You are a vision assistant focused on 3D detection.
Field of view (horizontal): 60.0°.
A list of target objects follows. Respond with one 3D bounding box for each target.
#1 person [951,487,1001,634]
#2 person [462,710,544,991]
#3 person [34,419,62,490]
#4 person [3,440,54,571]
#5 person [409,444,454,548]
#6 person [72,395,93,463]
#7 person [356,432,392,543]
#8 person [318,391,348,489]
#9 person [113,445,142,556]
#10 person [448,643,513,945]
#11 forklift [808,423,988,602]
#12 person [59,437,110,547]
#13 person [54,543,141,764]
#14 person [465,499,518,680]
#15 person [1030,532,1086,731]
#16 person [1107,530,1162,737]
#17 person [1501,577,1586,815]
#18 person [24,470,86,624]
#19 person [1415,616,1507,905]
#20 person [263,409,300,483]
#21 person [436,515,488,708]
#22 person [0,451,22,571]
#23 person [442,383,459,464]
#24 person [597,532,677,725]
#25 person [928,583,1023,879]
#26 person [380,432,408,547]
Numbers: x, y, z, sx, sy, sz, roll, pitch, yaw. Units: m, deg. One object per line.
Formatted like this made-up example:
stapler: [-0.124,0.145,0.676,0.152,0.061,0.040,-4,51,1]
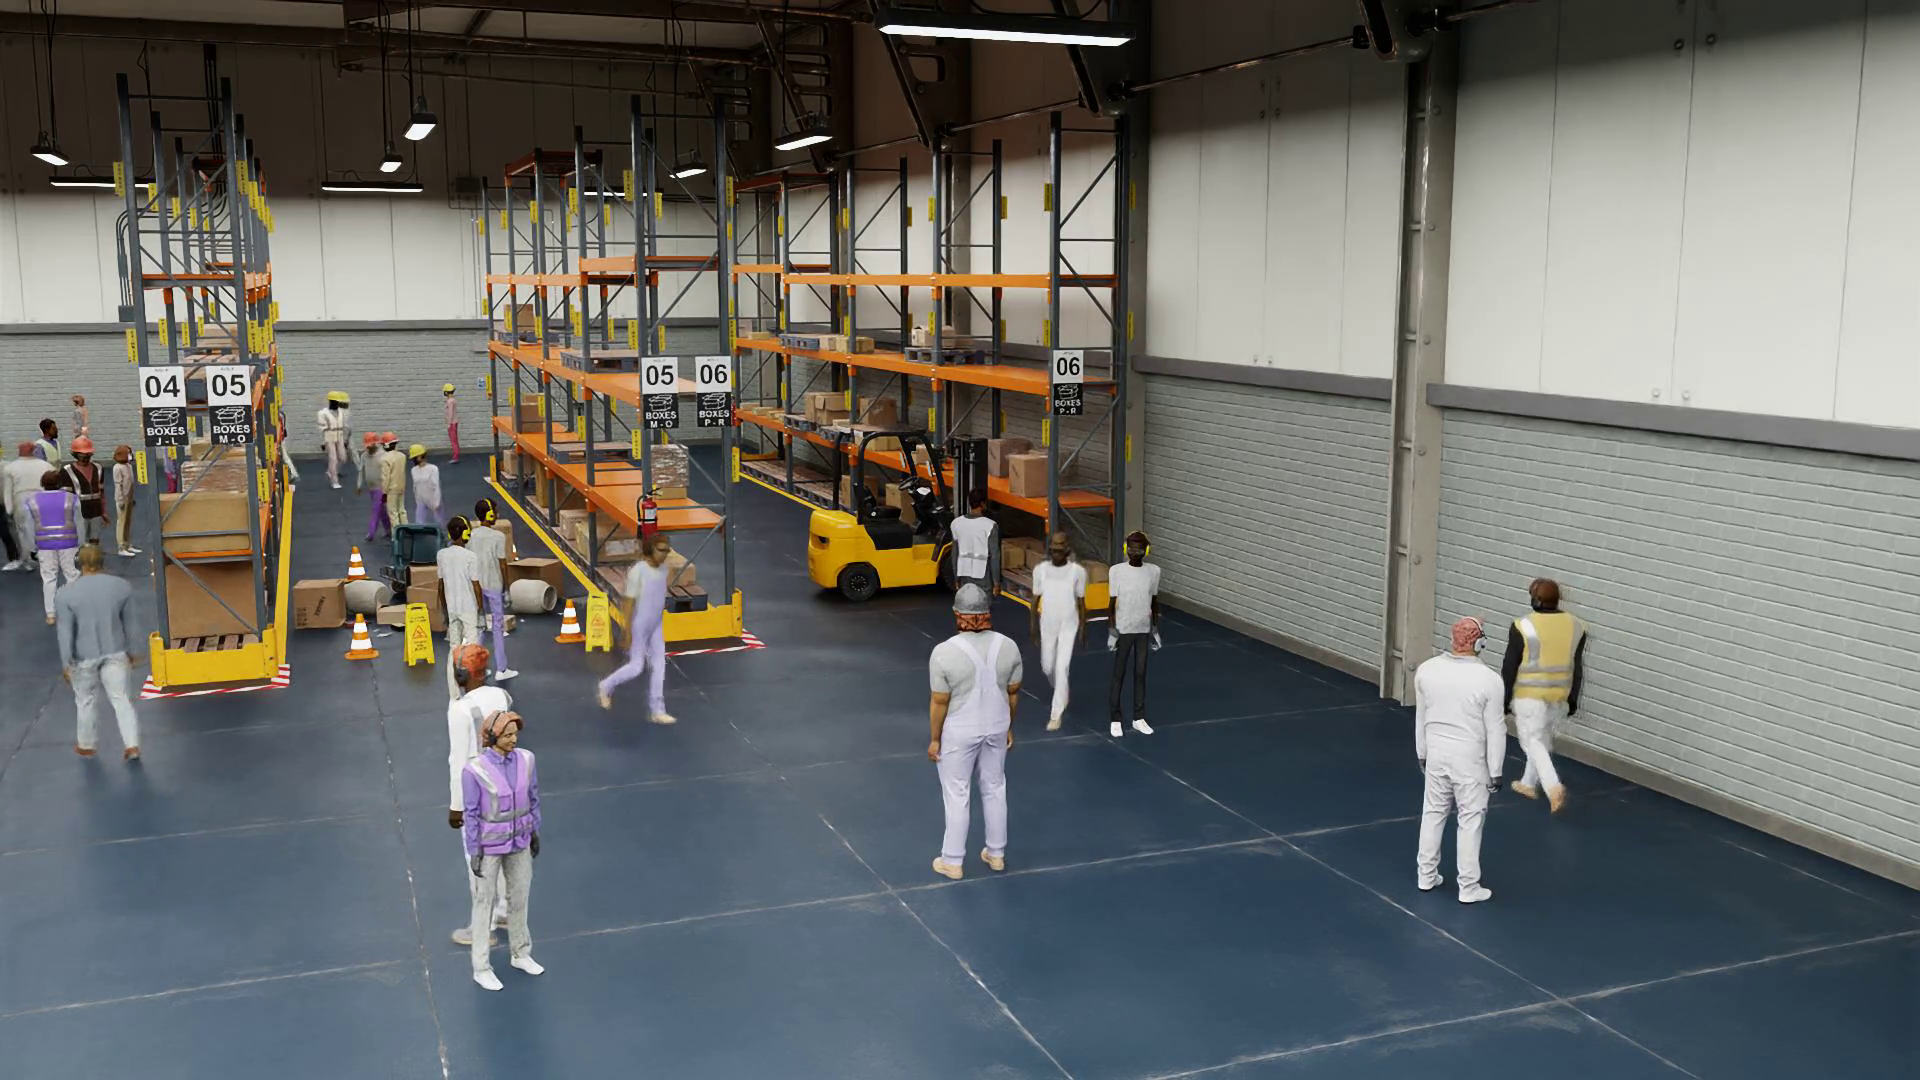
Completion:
person: [0.171,0.395,17.537,0.592,1.922,0.392,6,11,33]
person: [-2.663,1.787,9.701,0.312,1.633,0.518,7,11,38]
person: [-14.135,-0.925,25.849,0.385,1.920,0.596,-1,9,-6]
person: [-12.858,-0.453,23.045,0.661,1.870,0.926,-6,11,-33]
person: [-7.690,-0.555,24.160,0.551,1.707,0.869,3,10,19]
person: [-18.384,-2.210,34.816,0.310,1.638,0.523,-2,9,-11]
person: [-9.134,-0.833,25.931,0.578,1.709,0.794,4,10,26]
person: [-12.192,-1.954,32.338,0.466,1.907,0.601,6,11,34]
person: [-12.342,-0.586,24.610,0.285,1.634,0.499,-1,9,-4]
person: [-2.967,1.564,10.334,0.357,1.878,0.582,3,9,16]
forklift: [-0.830,-0.399,21.676,2.313,2.155,1.214,-4,10,-21]
person: [-11.412,-0.336,21.752,0.396,2.042,0.610,5,10,28]
person: [-7.272,0.960,14.052,0.642,1.906,0.910,-9,13,-44]
person: [-4.827,0.508,17.011,0.521,1.864,0.334,3,9,16]
person: [0.918,0.801,15.345,0.524,1.813,0.758,3,9,17]
person: [1.572,0.836,14.950,0.521,1.864,0.334,-2,9,-14]
person: [4.521,1.197,12.866,0.624,1.814,0.841,-2,9,-11]
person: [-10.717,0.082,19.757,0.619,1.845,0.430,-4,10,-22]
person: [3.316,1.444,11.006,0.396,1.901,0.652,-8,12,-42]
person: [-13.613,-1.965,33.096,0.885,1.704,0.560,2,9,13]
person: [-4.716,0.692,15.826,0.511,1.872,0.328,4,10,22]
person: [-13.431,-0.475,23.286,0.530,1.841,0.498,3,9,16]
person: [-11.215,-2.561,36.629,0.313,1.769,0.523,-1,9,-9]
person: [-2.982,0.801,15.370,0.748,1.809,0.534,5,10,29]
person: [0.057,1.297,11.482,0.688,2.000,0.539,-5,10,-27]
person: [-8.674,-0.771,25.403,0.342,1.749,0.573,2,9,13]
